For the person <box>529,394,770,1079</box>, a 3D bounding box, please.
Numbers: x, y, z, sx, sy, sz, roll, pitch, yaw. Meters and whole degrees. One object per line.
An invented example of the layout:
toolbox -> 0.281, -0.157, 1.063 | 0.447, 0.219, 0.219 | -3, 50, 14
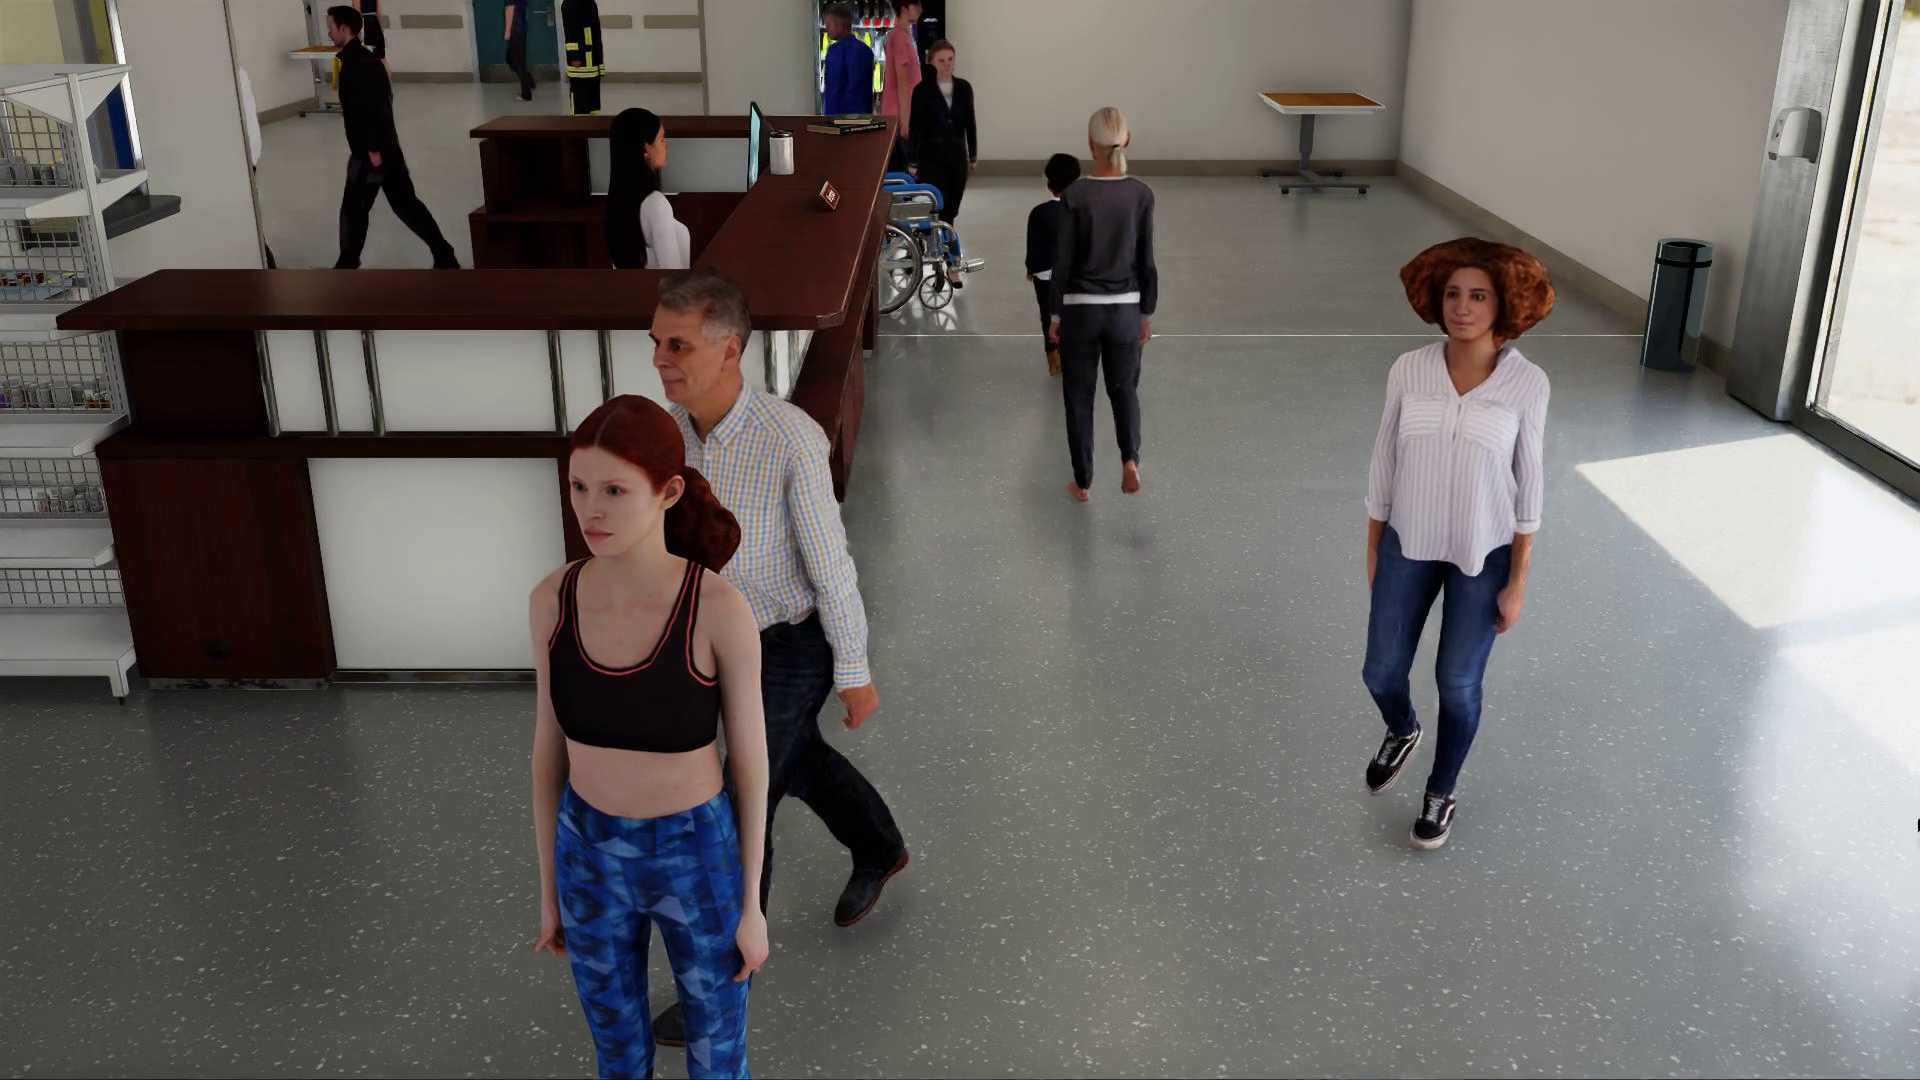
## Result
person -> -0.520, 0.621, 2.855 | 0.586, 1.785, 0.687 | 5, 21, 12

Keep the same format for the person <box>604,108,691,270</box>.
person -> -1.191, -0.740, 6.414 | 0.727, 1.809, 0.691 | -16, 26, -35

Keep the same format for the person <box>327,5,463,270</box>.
person -> -3.894, -2.628, 11.316 | 1.234, 1.868, 0.733 | 0, 21, 0

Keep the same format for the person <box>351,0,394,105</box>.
person -> -7.841, -6.718, 22.248 | 0.995, 1.773, 0.906 | 15, 26, 35

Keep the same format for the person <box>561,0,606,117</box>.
person -> -4.265, -5.514, 18.851 | 0.808, 1.927, 0.874 | 7, 22, 19

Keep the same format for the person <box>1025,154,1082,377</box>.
person -> 0.543, -1.507, 9.230 | 0.761, 1.209, 0.580 | -1, 21, -3

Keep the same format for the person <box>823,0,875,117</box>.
person -> -0.822, -3.228, 12.978 | 0.983, 1.812, 0.949 | 18, 27, 39

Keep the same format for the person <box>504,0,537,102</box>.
person -> -5.979, -6.966, 22.778 | 0.614, 1.861, 0.661 | -1, 21, -1

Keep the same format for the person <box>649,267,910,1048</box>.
person -> -0.387, 0.246, 3.871 | 1.178, 1.766, 1.189 | 16, 26, 35

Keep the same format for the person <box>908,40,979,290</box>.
person -> -0.152, -2.589, 11.510 | 1.062, 1.657, 0.977 | -11, 23, -26

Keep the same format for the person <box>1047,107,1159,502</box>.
person -> 0.626, -0.966, 7.146 | 0.676, 1.714, 0.733 | -3, 21, -9

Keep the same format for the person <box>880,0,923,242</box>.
person -> -0.546, -3.268, 12.889 | 0.754, 1.951, 0.773 | -4, 21, -11

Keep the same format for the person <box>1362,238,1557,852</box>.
person -> 1.391, -0.001, 4.616 | 0.749, 1.700, 0.829 | 11, 23, 27
